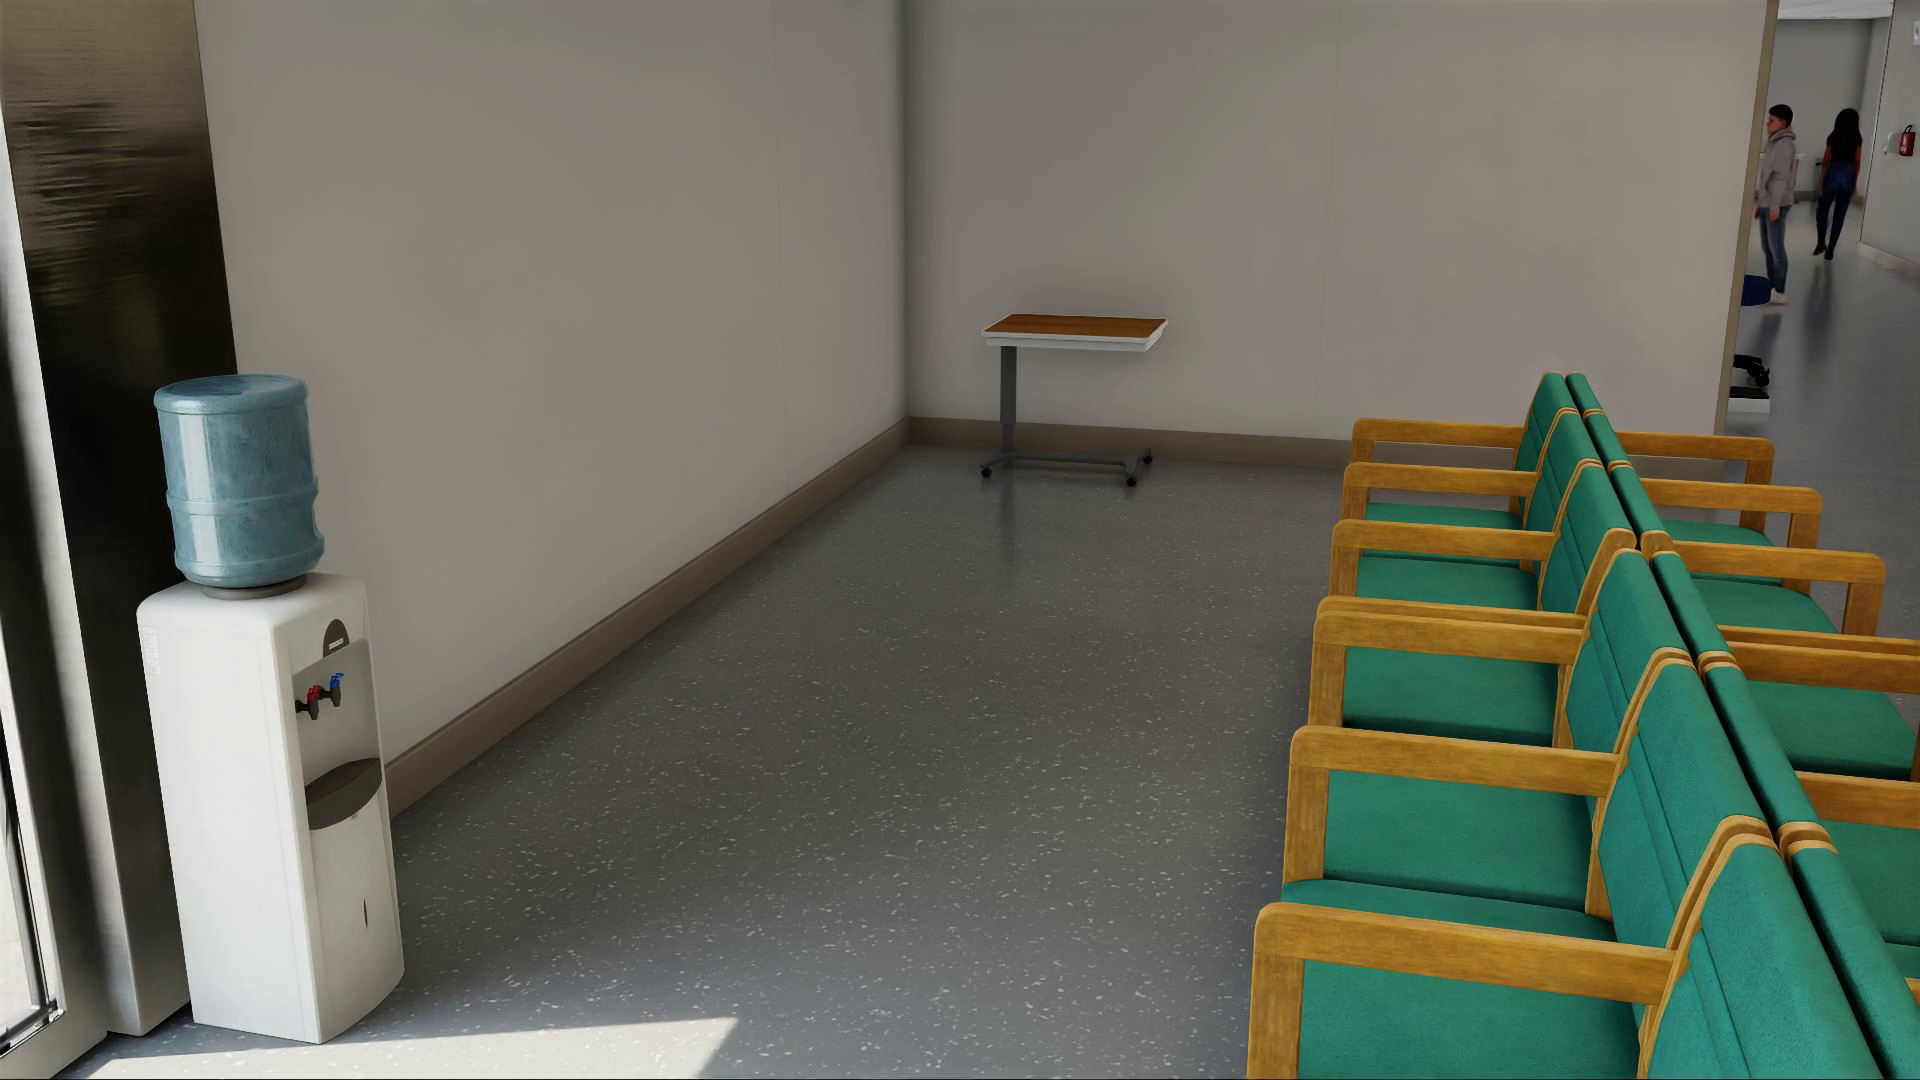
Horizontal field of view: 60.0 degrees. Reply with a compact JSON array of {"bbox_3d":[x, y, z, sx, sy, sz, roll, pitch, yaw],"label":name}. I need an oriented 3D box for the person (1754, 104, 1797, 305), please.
[{"bbox_3d":[7.735,-3.173,15.747,0.623,1.844,0.690,3,16,10],"label":"person"}]

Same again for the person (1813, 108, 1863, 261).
[{"bbox_3d":[10.212,-4.111,19.291,0.534,1.726,0.656,6,17,21],"label":"person"}]
